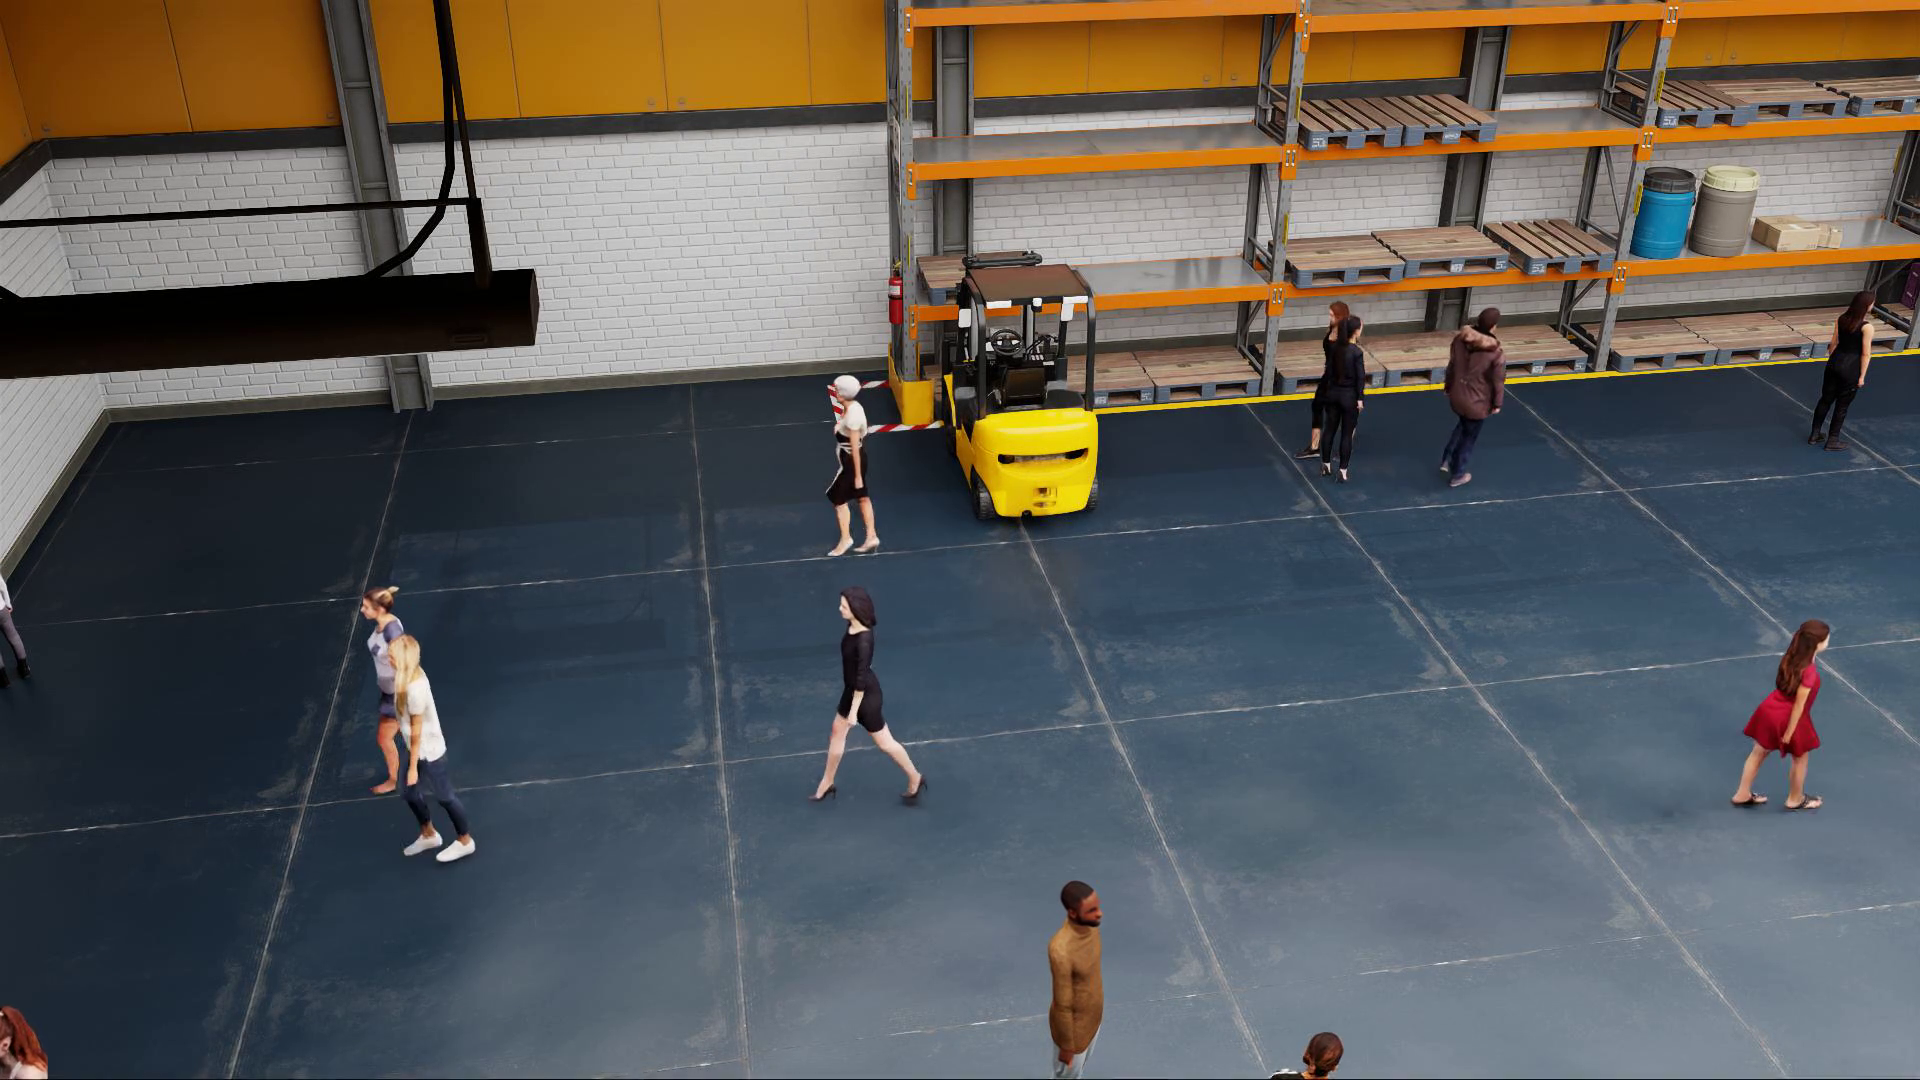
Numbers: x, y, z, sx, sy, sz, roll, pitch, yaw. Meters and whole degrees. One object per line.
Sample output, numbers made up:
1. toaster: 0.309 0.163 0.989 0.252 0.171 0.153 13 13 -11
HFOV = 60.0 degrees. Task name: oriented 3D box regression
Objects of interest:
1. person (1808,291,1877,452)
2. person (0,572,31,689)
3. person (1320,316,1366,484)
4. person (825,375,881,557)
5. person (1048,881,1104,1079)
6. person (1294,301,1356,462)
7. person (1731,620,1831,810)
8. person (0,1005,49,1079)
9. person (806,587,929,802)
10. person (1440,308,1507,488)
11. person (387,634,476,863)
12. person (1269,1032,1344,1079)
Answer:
1. person: 9.015 -1.736 16.958 0.621 1.687 0.645 -13 31 -22
2. person: -7.665 0.571 13.154 0.641 1.279 0.578 20 34 32
3. person: 3.754 -1.380 16.277 0.637 1.715 0.640 -22 35 -34
4. person: -0.850 -0.639 14.899 0.751 1.732 0.703 0 29 0
5. person: 0.616 2.565 8.939 0.737 1.816 0.721 12 31 21
6. person: 3.863 -1.596 16.685 0.910 1.702 0.743 -18 33 -29
7. person: 5.721 1.243 11.661 0.824 1.530 0.554 -4 29 -7
8. person: -4.489 2.959 8.301 0.725 1.735 0.688 -23 36 -35
9. person: -0.580 1.140 11.610 1.076 1.758 0.604 -4 29 -8
10. person: 4.892 -1.354 16.104 0.873 1.833 0.883 -19 34 -31
11. person: -3.472 1.392 11.113 0.775 1.793 0.706 -16 32 -27
12. person: 1.632 3.102 8.125 0.912 1.651 0.925 12 31 21
